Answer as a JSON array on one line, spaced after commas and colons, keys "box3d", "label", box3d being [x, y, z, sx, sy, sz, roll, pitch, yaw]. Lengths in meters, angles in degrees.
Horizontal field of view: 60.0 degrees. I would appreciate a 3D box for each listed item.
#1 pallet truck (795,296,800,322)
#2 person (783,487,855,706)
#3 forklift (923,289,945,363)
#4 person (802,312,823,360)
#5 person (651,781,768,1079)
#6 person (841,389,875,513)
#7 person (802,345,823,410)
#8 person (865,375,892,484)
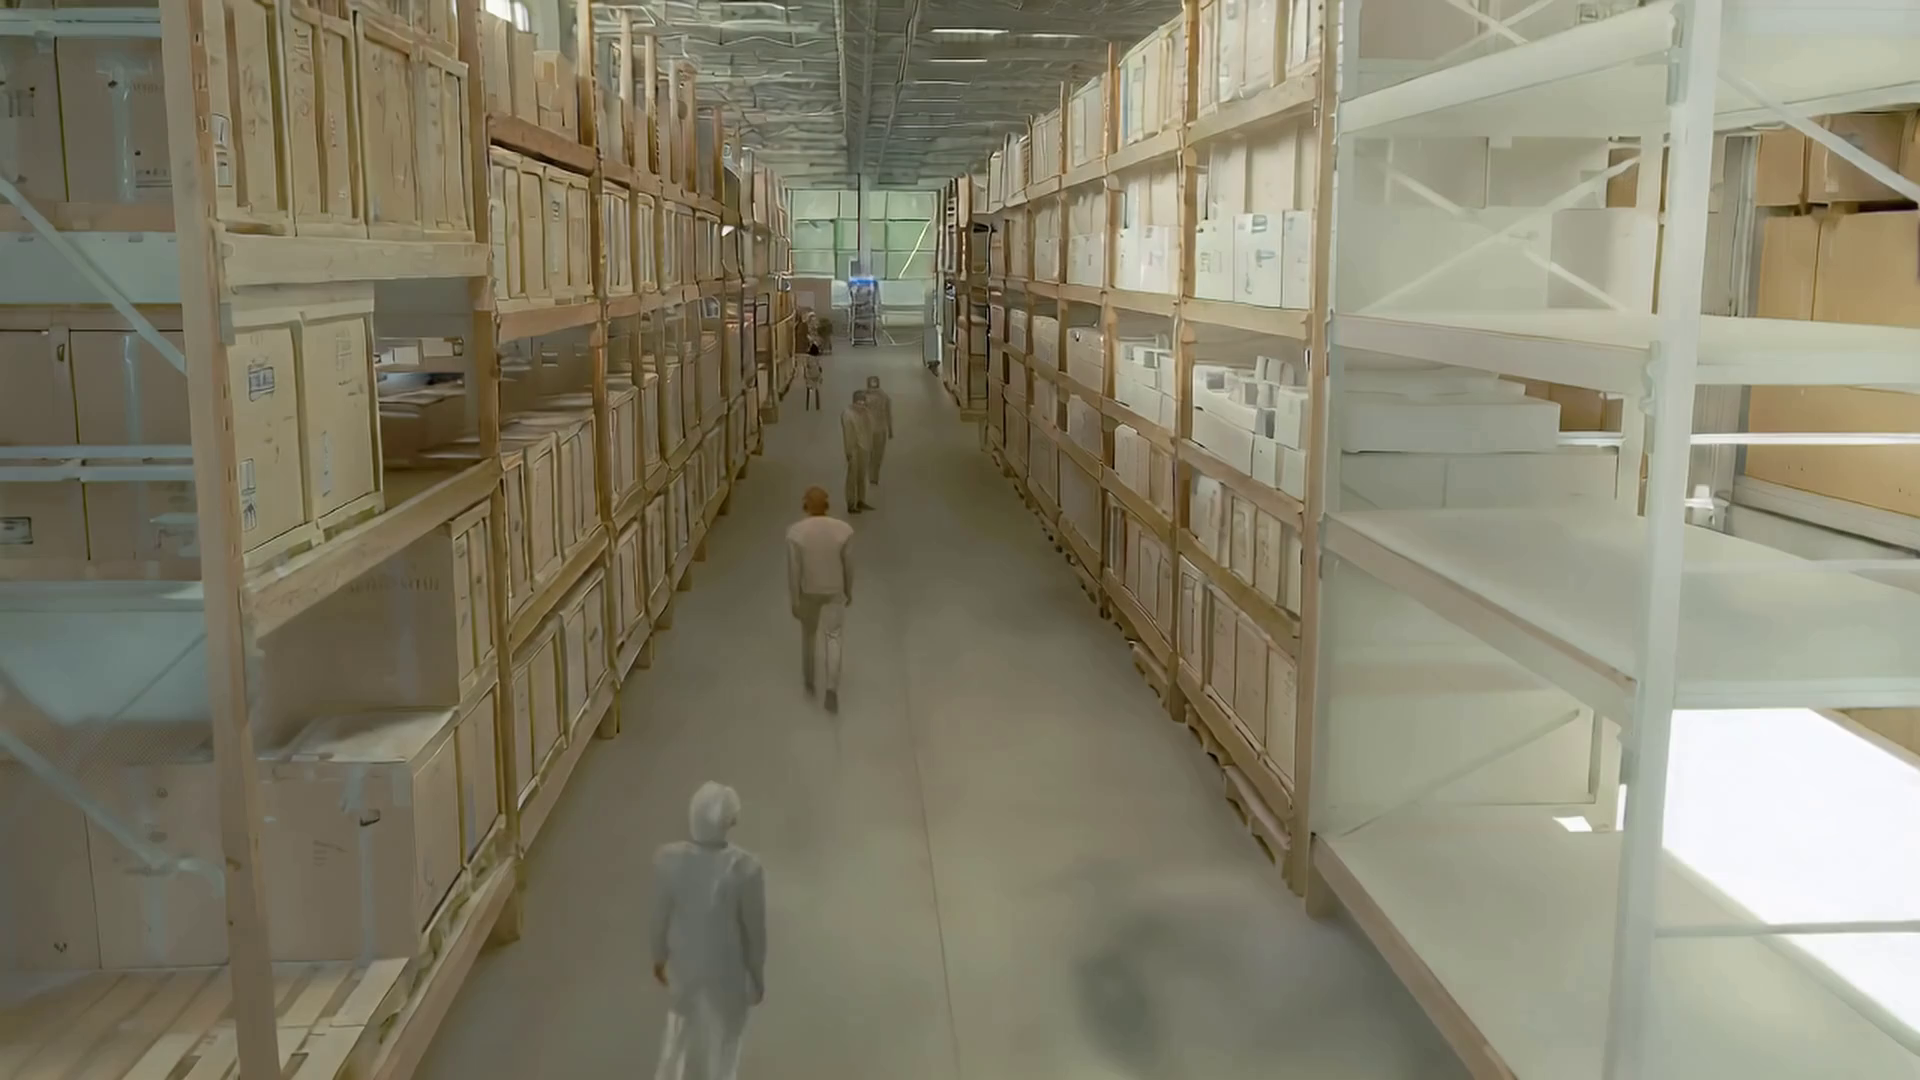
[{"box3d": [-8.622, -12.439, 91.403, 1.885, 1.965, 0.823, 2, 10, 13], "label": "pallet truck"}, {"box3d": [-1.222, 0.481, 14.572, 0.630, 1.898, 1.019, -2, 10, -10], "label": "person"}, {"box3d": [-0.829, -8.173, 63.290, 1.129, 2.768, 1.873, -1, 10, -3], "label": "forklift"}, {"box3d": [-5.805, -8.054, 65.592, 1.016, 1.894, 0.536, -6, 11, -33], "label": "person"}, {"box3d": [-1.092, 1.852, 7.128, 0.538, 1.624, 0.435, 3, 10, 18], "label": "person"}, {"box3d": [-1.539, -1.375, 25.603, 0.404, 1.903, 0.636, 6, 11, 34], "label": "person"}, {"box3d": [-3.815, -4.215, 43.170, 0.542, 1.697, 0.316, 2, 10, 14], "label": "person"}, {"box3d": [-1.504, -1.934, 28.988, 0.650, 1.888, 0.664, -2, 10, -13], "label": "person"}]
